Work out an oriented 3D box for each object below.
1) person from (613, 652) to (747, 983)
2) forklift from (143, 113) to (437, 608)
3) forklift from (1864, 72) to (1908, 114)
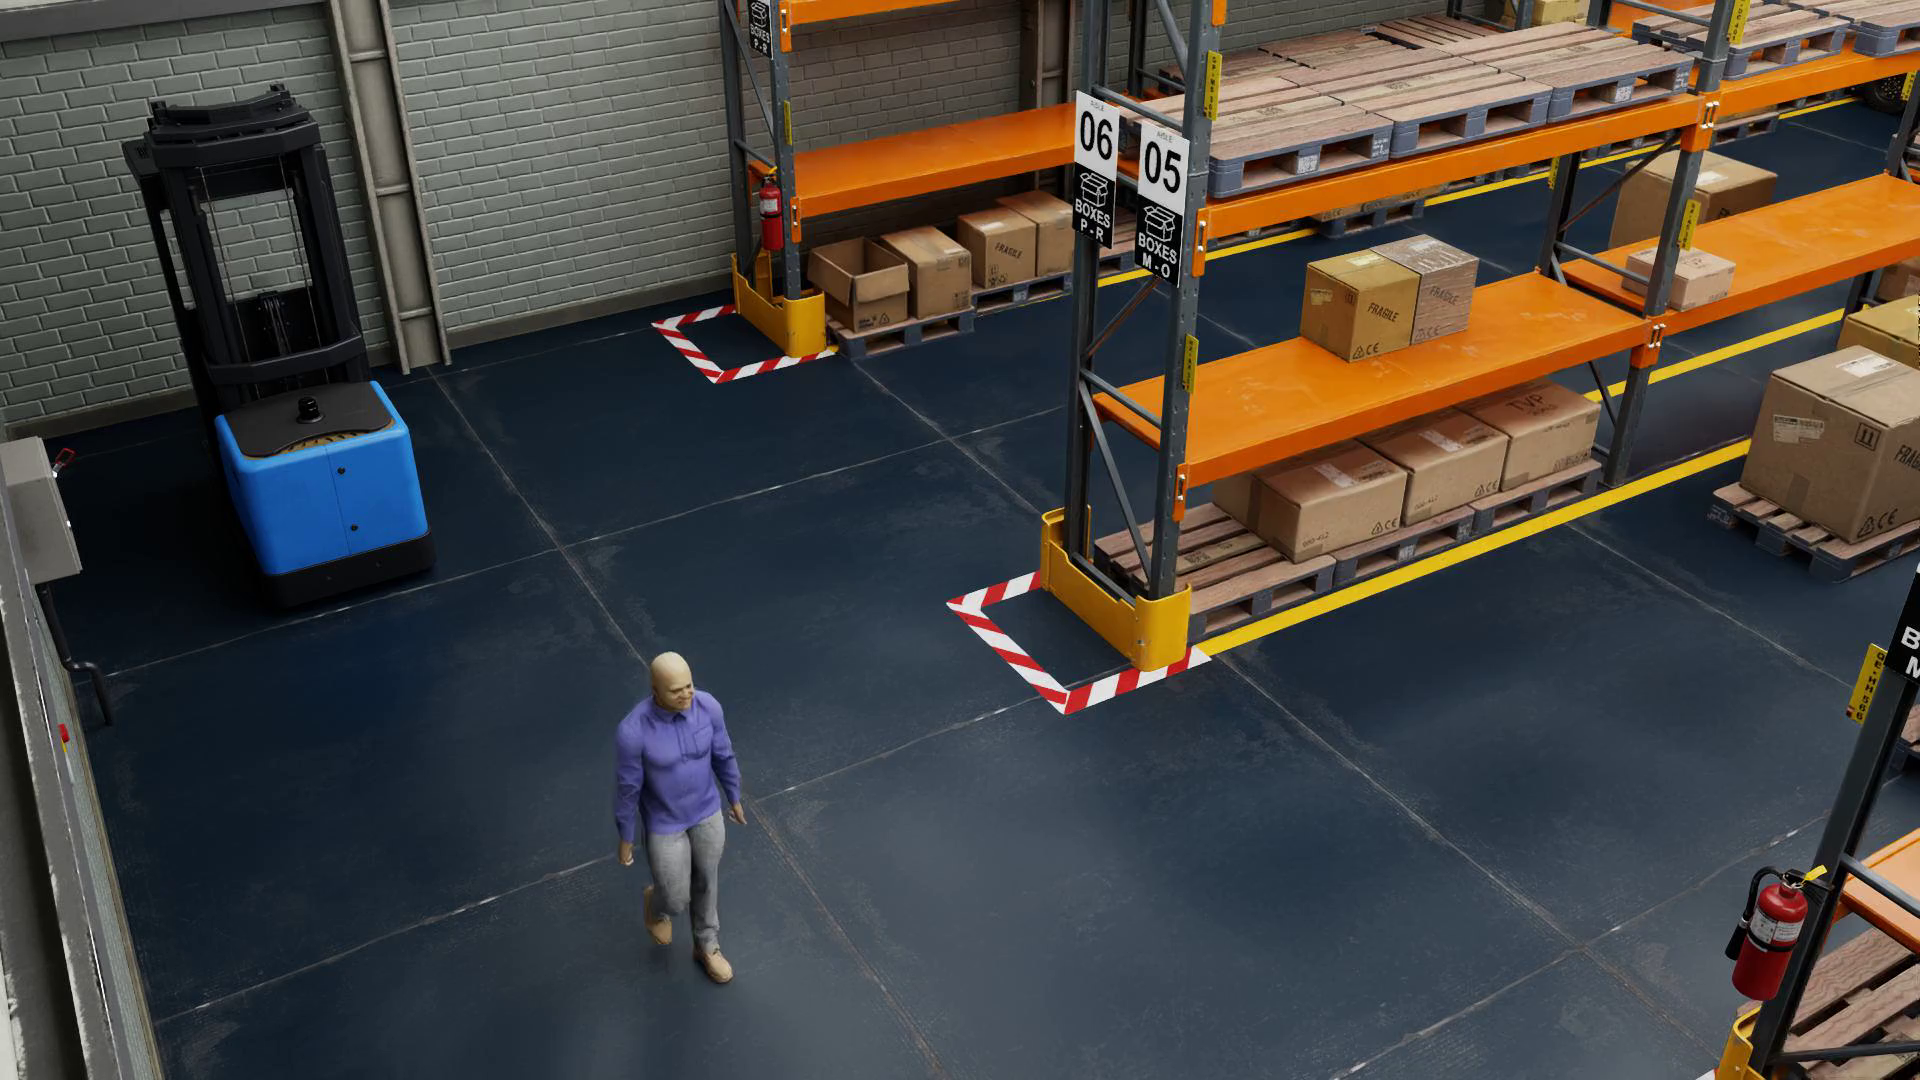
[{"bbox_3d":[-1.266,1.244,7.486,0.630,1.786,0.471,-21,37,-30],"label":"person"},{"bbox_3d":[-4.289,-1.259,10.509,1.129,2.768,1.873,-17,36,-26],"label":"forklift"},{"bbox_3d":[11.468,-5.645,18.244,1.214,2.155,2.313,-17,36,-26],"label":"forklift"}]
